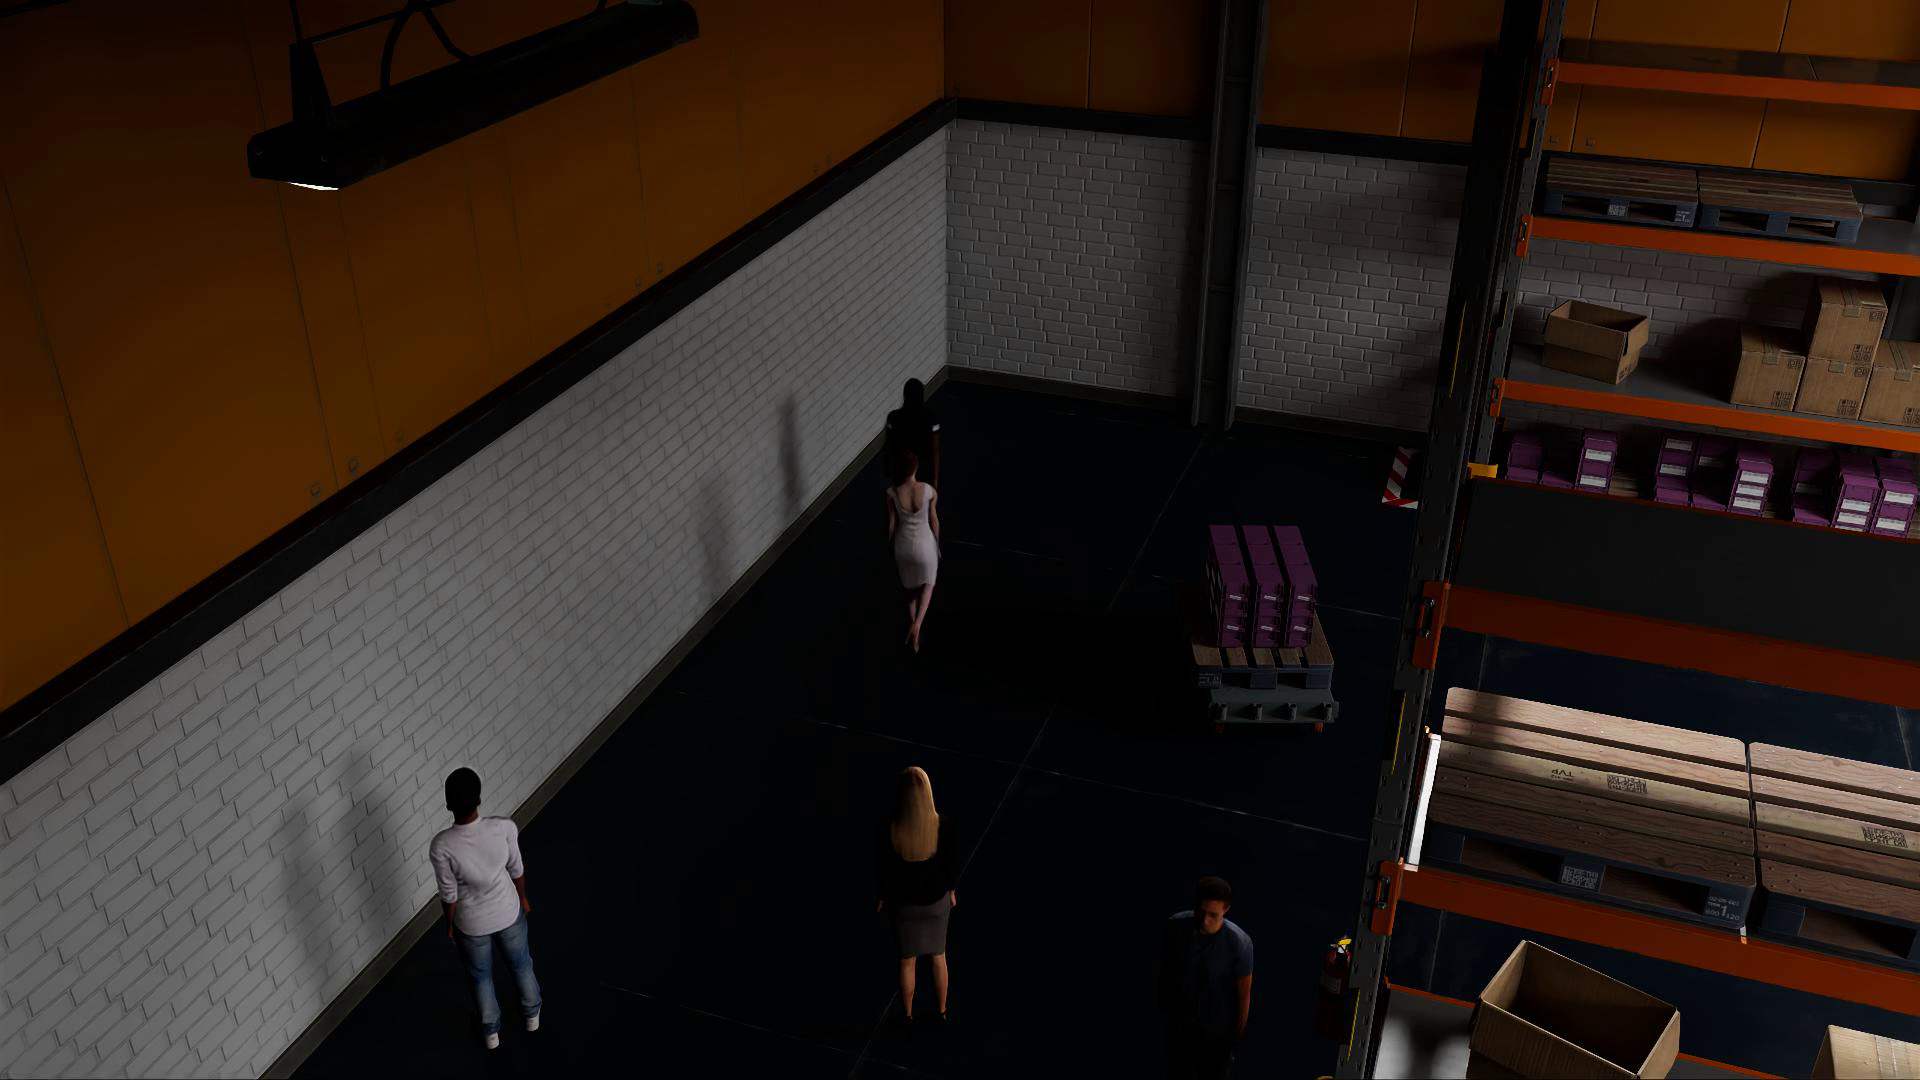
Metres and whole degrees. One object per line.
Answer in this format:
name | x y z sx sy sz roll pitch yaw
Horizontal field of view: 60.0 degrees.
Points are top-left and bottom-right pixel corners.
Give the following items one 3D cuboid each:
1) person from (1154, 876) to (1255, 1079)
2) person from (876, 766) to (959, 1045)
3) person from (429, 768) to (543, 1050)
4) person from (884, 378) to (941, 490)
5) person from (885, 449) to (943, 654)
person | 1.296 2.408 8.635 0.854 1.792 0.823 18 33 29
person | -0.231 2.038 9.262 0.637 1.842 0.752 -4 29 -7
person | -2.646 2.048 9.270 0.737 1.816 0.789 -14 31 -23
person | -0.410 -0.509 14.097 1.197 1.682 1.021 -2 29 -3
person | -0.363 0.141 12.804 0.831 1.780 0.757 3 29 6
